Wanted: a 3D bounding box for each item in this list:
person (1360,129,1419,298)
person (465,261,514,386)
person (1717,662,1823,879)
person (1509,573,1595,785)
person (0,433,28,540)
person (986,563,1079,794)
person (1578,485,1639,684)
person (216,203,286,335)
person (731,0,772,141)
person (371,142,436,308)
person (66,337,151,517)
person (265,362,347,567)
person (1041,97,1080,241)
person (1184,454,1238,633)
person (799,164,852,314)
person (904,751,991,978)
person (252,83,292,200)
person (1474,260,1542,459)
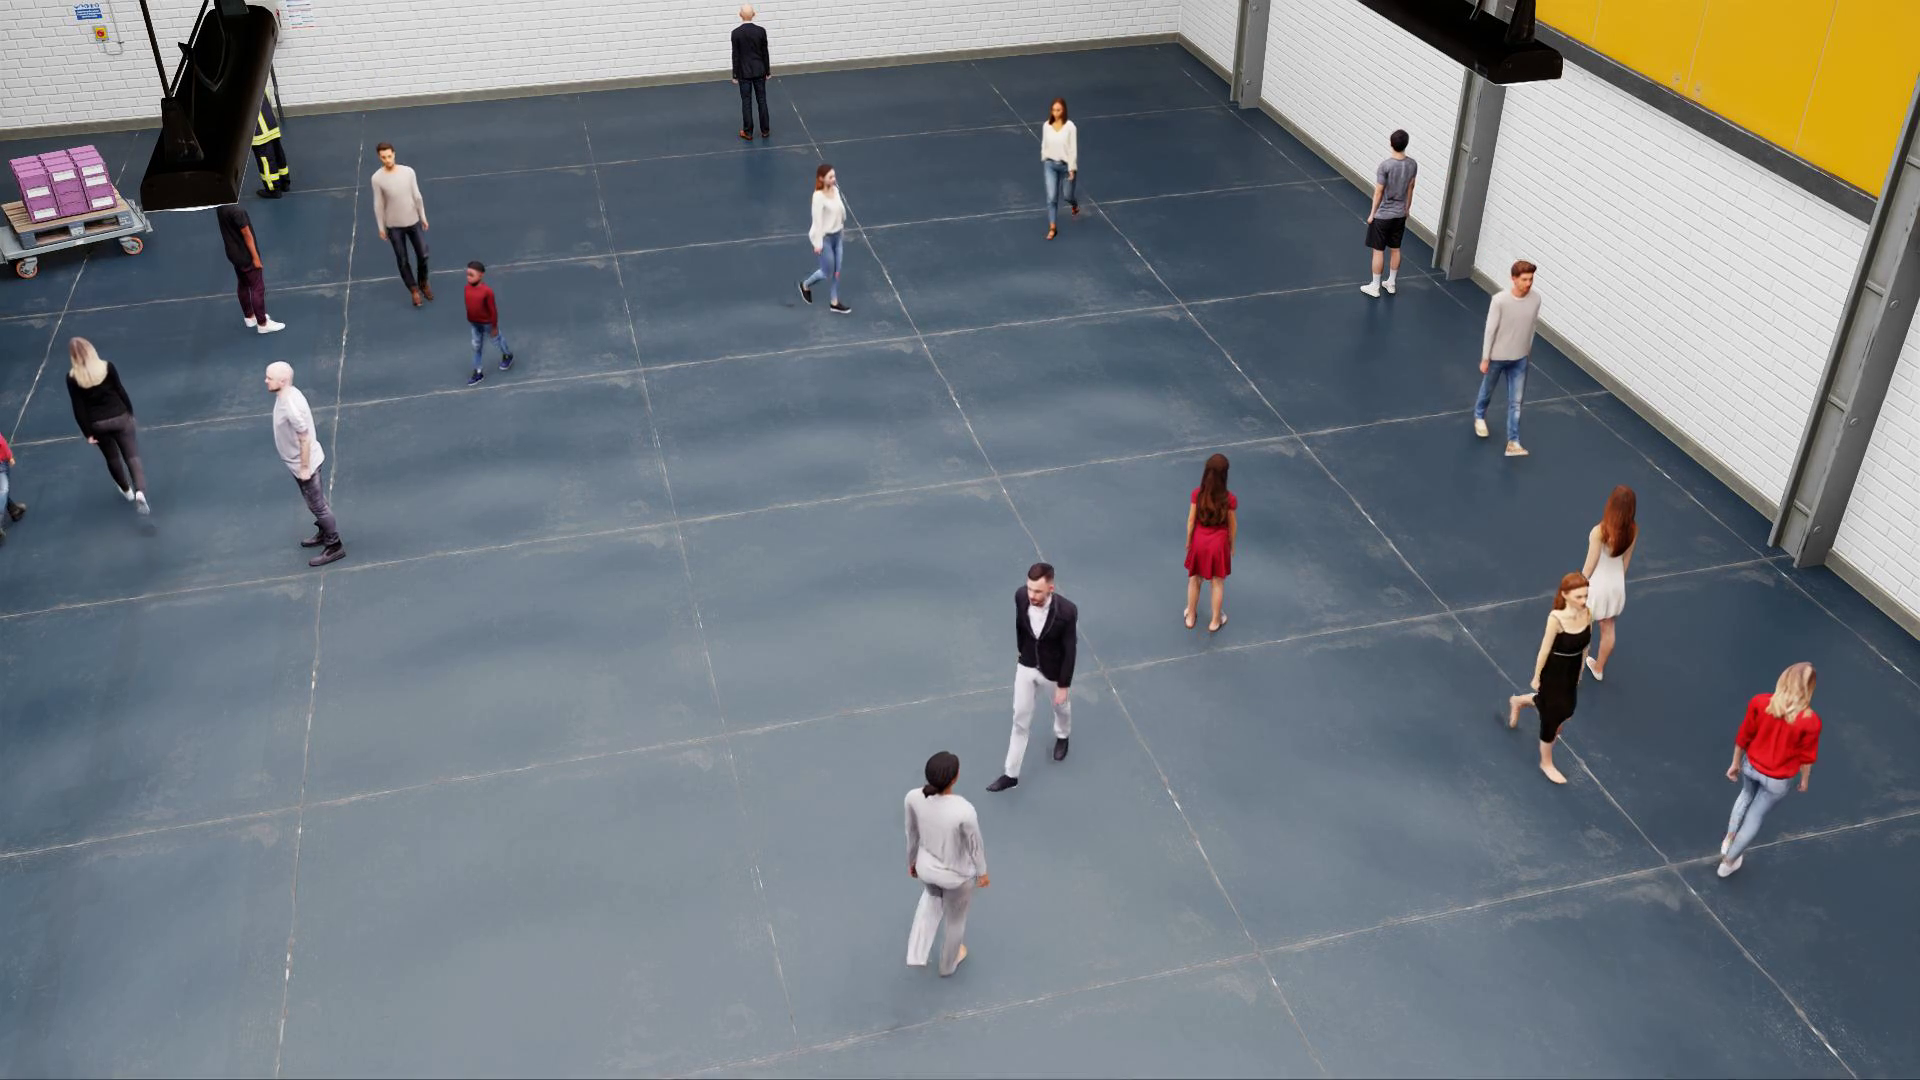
[{"bbox_3d":[4.710,-3.573,18.193,0.660,1.873,0.548,-11,35,-16],"label":"person"},{"bbox_3d":[-4.760,-2.233,16.760,0.807,1.228,0.936,12,35,17],"label":"person"},{"bbox_3d":[5.148,1.529,10.682,0.790,1.690,0.690,-25,41,-33],"label":"person"},{"bbox_3d":[4.163,0.895,11.716,0.645,1.602,0.995,-13,36,-18],"label":"person"},{"bbox_3d":[-8.358,-0.629,14.289,0.638,1.291,0.906,0,34,0],"label":"person"},{"bbox_3d":[0.645,0.857,11.603,1.166,1.791,1.222,15,36,21],"label":"person"},{"bbox_3d":[4.809,0.339,12.454,0.555,1.712,0.530,-7,34,-10],"label":"person"},{"bbox_3d":[-7.554,-3.057,17.500,0.672,1.781,0.775,26,41,33],"label":"person"},{"bbox_3d":[-2.801,-6.289,22.345,0.685,1.800,0.594,-11,35,-16],"label":"person"},{"bbox_3d":[-6.056,-3.456,18.031,0.742,1.856,0.661,-17,37,-23],"label":"person"},{"bbox_3d":[-7.374,-0.964,14.455,0.785,1.665,1.098,-19,38,-26],"label":"person"},{"bbox_3d":[-5.462,-0.664,13.853,0.776,1.832,0.584,-16,37,-22],"label":"person"},{"bbox_3d":[1.221,-4.421,19.658,0.942,1.664,1.022,16,37,22],"label":"person"},{"bbox_3d":[1.963,0.022,13.074,0.666,1.553,0.725,9,35,13],"label":"person"},{"bbox_3d":[-1.477,-3.228,17.849,0.938,1.679,0.888,15,36,21],"label":"person"},{"bbox_3d":[-0.127,2.002,9.941,0.823,1.722,0.883,20,38,27],"label":"person"},{"bbox_3d":[-8.679,-5.202,20.596,0.945,1.927,0.806,7,34,10],"label":"person"},{"bbox_3d":[5.037,-1.749,15.459,0.845,1.861,1.217,-3,34,-4],"label":"person"}]
